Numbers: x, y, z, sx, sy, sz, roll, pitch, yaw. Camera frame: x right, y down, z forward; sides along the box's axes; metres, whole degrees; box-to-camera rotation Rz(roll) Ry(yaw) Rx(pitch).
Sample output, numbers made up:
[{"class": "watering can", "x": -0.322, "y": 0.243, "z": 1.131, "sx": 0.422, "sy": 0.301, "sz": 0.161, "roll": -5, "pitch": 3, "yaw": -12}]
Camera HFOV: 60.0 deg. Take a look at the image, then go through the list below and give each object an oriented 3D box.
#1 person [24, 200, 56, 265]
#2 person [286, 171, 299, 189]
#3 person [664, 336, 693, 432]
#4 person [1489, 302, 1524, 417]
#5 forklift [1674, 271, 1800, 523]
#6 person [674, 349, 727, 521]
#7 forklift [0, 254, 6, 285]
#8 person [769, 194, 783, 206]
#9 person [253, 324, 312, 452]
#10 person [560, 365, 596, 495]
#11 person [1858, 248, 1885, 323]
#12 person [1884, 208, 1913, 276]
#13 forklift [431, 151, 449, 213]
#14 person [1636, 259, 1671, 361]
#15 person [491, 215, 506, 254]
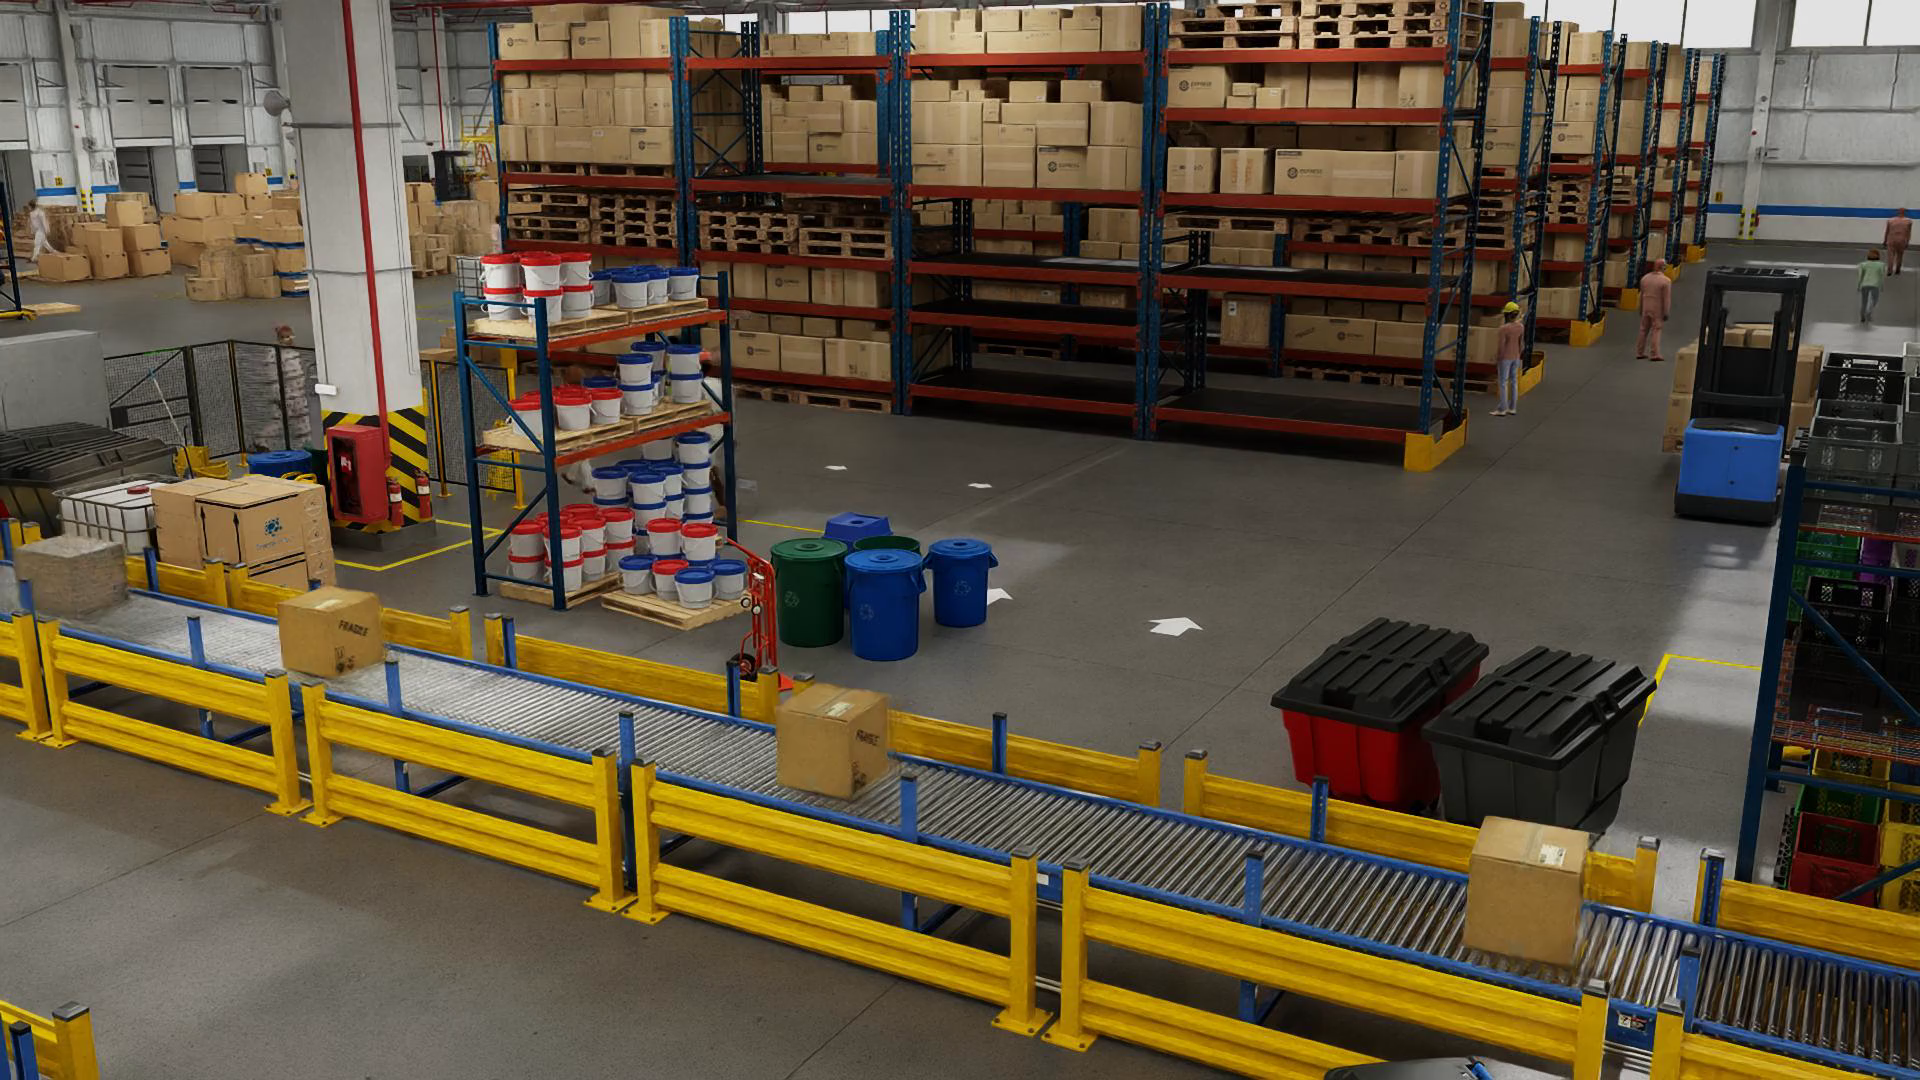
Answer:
[{"class": "person", "x": -27.358, "y": -9.142, "z": 49.407, "sx": 0.636, "sy": 1.872, "sz": 1.056, "roll": 11, "pitch": 18, "yaw": 36}, {"class": "person", "x": -27.220, "y": -14.115, "z": 68.010, "sx": 0.587, "sy": 1.919, "sz": 0.399, "roll": -12, "pitch": 19, "yaw": -38}, {"class": "person", "x": -3.926, "y": -1.991, "z": 22.945, "sx": 0.894, "sy": 1.647, "sz": 0.531, "roll": 0, "pitch": 15, "yaw": 0}, {"class": "person", "x": 8.476, "y": -2.798, "z": 25.752, "sx": 0.533, "sy": 1.768, "sz": 0.310, "roll": -9, "pitch": 17, "yaw": -30}, {"class": "forklift", "x": 9.269, "y": -1.763, "z": 19.726, "sx": 1.129, "sy": 2.768, "sz": 1.873, "roll": 8, "pitch": 17, "yaw": 27}, {"class": "person", "x": -3.041, "y": -1.228, "z": 19.396, "sx": 0.904, "sy": 1.995, "sz": 0.597, "roll": 9, "pitch": 18, "yaw": 31}, {"class": "forklift", "x": -26.017, "y": -8.003, "z": 43.186, "sx": 1.873, "sy": 2.768, "sz": 1.129, "roll": 8, "pitch": 17, "yaw": 28}, {"class": "person", "x": -6.215, "y": -10.924, "z": 56.440, "sx": 0.552, "sy": 1.682, "sz": 0.434, "roll": 5, "pitch": 16, "yaw": 19}, {"class": "person", "x": -9.246, "y": -2.025, "z": 22.681, "sx": 0.912, "sy": 1.858, "sz": 0.662, "roll": 0, "pitch": 15, "yaw": -1}, {"class": "person", "x": -4.828, "y": -1.388, "z": 20.768, "sx": 0.825, "sy": 1.585, "sz": 0.523, "roll": 12, "pitch": 19, "yaw": 38}, {"class": "person", "x": 19.970, "y": -5.576, "z": 36.474, "sx": 0.521, "sy": 1.617, "sz": 0.352, "roll": 12, "pitch": 19, "yaw": 38}, {"class": "person", "x": 26.094, "y": -8.312, "z": 46.321, "sx": 0.646, "sy": 1.853, "sz": 1.010, "roll": 7, "pitch": 17, "yaw": 26}, {"class": "forklift", "x": -20.054, "y": -13.651, "z": 64.417, "sx": 1.873, "sy": 2.768, "sz": 1.129, "roll": 0, "pitch": 15, "yaw": 0}, {"class": "person", "x": 13.030, "y": -4.308, "z": 31.186, "sx": 0.399, "sy": 1.899, "sz": 0.650, "roll": -9, "pitch": 17, "yaw": -30}, {"class": "person", "x": -12.296, "y": -7.755, "z": 44.330, "sx": 0.633, "sy": 1.812, "sz": 0.907, "roll": 14, "pitch": 20, "yaw": 41}]
